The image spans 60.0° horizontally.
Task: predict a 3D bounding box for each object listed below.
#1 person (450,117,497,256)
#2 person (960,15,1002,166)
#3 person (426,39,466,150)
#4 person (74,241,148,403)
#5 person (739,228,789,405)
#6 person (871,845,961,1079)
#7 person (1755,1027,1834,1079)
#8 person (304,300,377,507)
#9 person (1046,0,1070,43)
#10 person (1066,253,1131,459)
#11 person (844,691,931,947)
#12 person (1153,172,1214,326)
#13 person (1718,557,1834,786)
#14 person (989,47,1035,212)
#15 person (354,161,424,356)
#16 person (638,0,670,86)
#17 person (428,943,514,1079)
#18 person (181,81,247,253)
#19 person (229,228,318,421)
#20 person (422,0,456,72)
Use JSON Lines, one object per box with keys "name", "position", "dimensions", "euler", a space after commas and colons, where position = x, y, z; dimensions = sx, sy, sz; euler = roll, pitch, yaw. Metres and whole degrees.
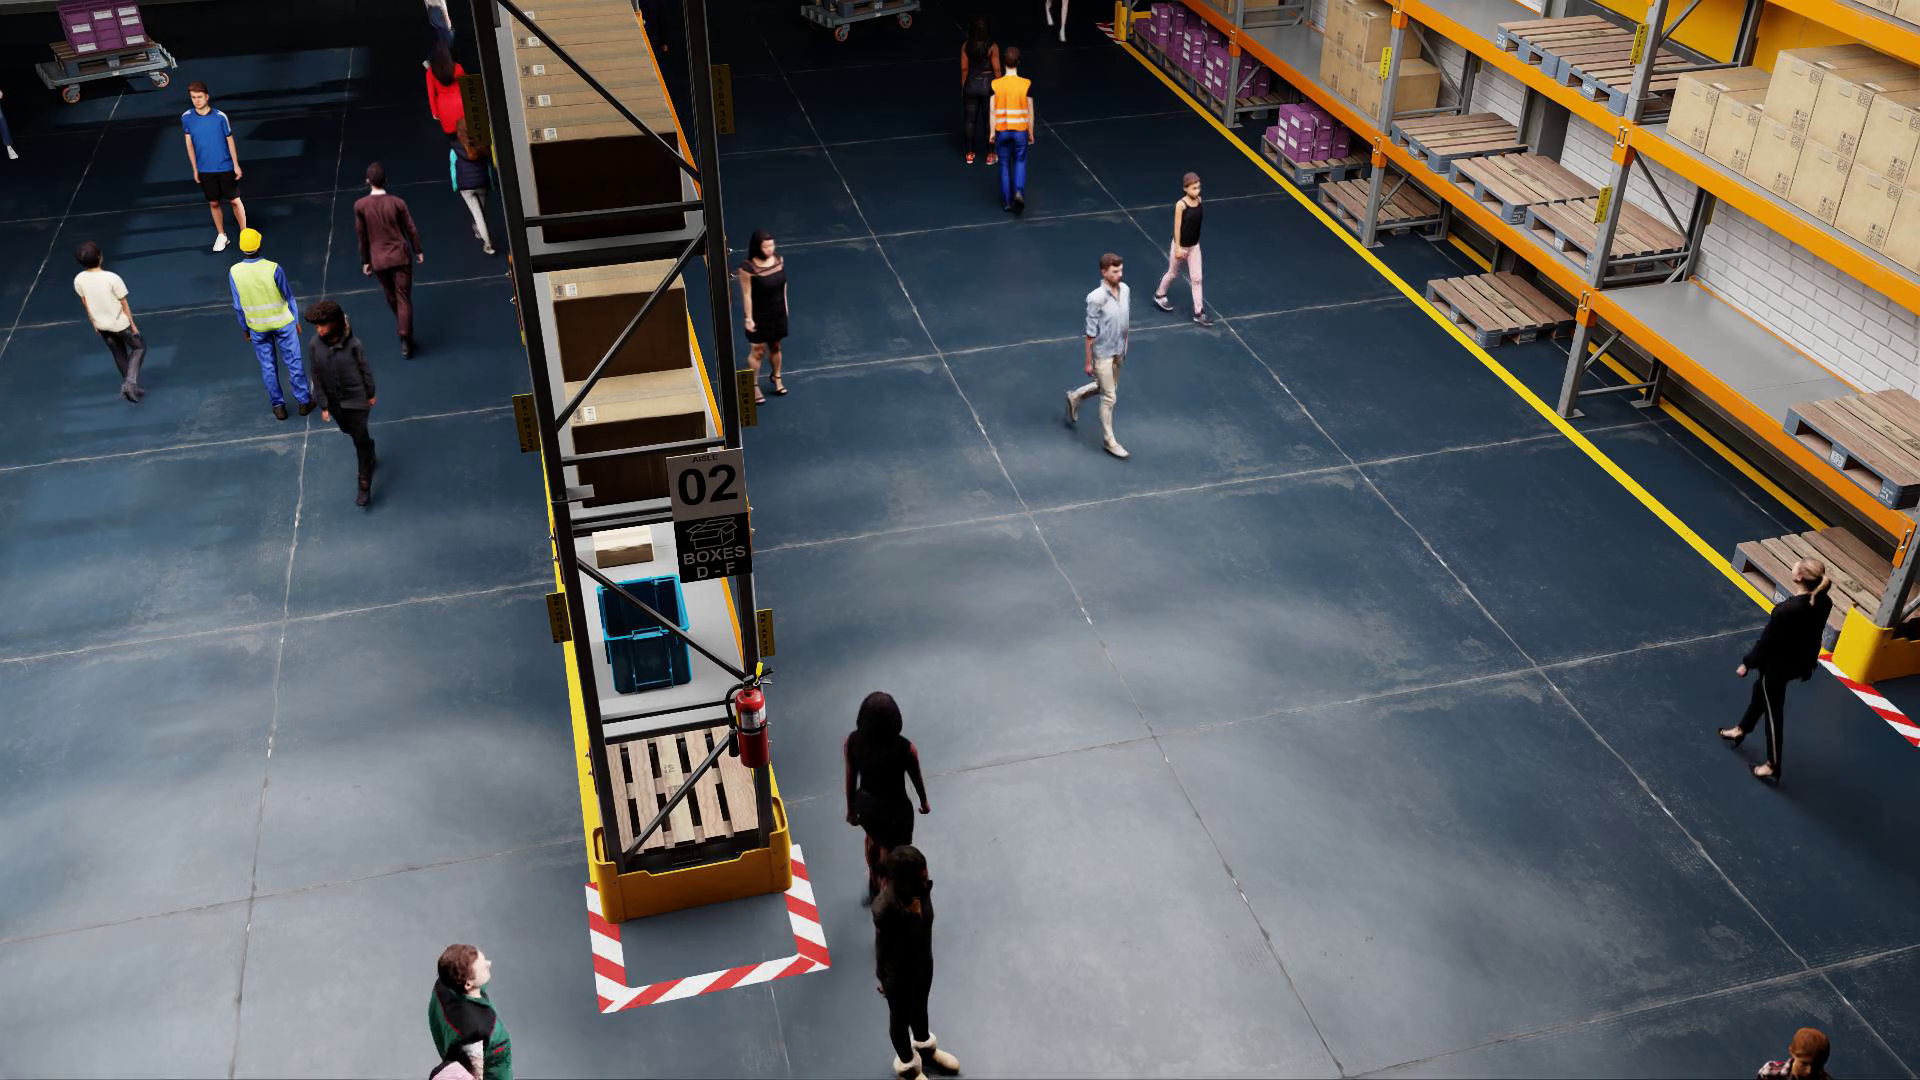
{"name": "person", "position": [-5.262, -3.819, 18.079], "dimensions": [0.735, 1.462, 1.022], "euler": [-18, 38, -25]}
{"name": "person", "position": [0.252, -5.492, 20.276], "dimensions": [0.766, 1.816, 0.782], "euler": [9, 35, 13]}
{"name": "person", "position": [-5.969, -5.015, 19.629], "dimensions": [0.645, 1.738, 0.745], "euler": [-10, 35, -15]}
{"name": "person", "position": [-7.718, -1.929, 15.134], "dimensions": [0.703, 1.576, 0.779], "euler": [1, 34, 1]}
{"name": "person", "position": [-1.790, -2.056, 15.202], "dimensions": [0.745, 1.711, 0.767], "euler": [-28, 43, -35]}
{"name": "person", "position": [-0.291, 2.238, 8.785], "dimensions": [0.776, 1.664, 0.716], "euler": [-13, 36, -19]}
{"name": "person", "position": [4.013, 2.871, 8.155], "dimensions": [0.612, 1.306, 0.642], "euler": [6, 34, 9]}
{"name": "person", "position": [-5.142, -1.233, 13.941], "dimensions": [0.746, 1.736, 1.206], "euler": [-3, 34, -5]}
{"name": "person", "position": [1.429, -8.342, 24.587], "dimensions": [0.661, 1.791, 1.152], "euler": [-5, 34, -8]}
{"name": "person", "position": [1.213, -1.664, 14.508], "dimensions": [0.982, 1.826, 1.190], "euler": [-27, 42, -35]}
{"name": "person", "position": [-0.468, 1.660, 9.604], "dimensions": [0.856, 1.720, 0.951], "euler": [12, 35, 17]}
{"name": "person", "position": [2.218, -2.966, 16.737], "dimensions": [0.768, 1.527, 1.097], "euler": [-22, 39, -29]}
{"name": "person", "position": [5.392, 0.898, 10.782], "dimensions": [0.715, 1.684, 0.863], "euler": [-16, 37, -22]}
{"name": "person", "position": [0.577, -4.604, 18.891], "dimensions": [0.779, 1.872, 0.894], "euler": [-1, 34, -2]}
{"name": "person", "position": [-5.482, -2.665, 16.024], "dimensions": [0.829, 1.815, 1.234], "euler": [-4, 34, -5]}
{"name": "person", "position": [-4.088, -6.471, 21.756], "dimensions": [0.711, 1.807, 0.756], "euler": [-10, 35, -14]}
{"name": "person", "position": [-2.388, 2.659, 8.024], "dimensions": [0.918, 1.806, 1.053], "euler": [-20, 39, -28]}
{"name": "person", "position": [-8.096, -4.082, 18.110], "dimensions": [0.653, 1.866, 0.583], "euler": [-7, 34, -10]}
{"name": "person", "position": [-6.204, -1.948, 14.948], "dimensions": [0.668, 1.813, 0.569], "euler": [-10, 35, -14]}
{"name": "person", "position": [-7.243, -7.179, 22.905], "dimensions": [0.896, 1.716, 0.922], "euler": [-29, 43, -36]}
